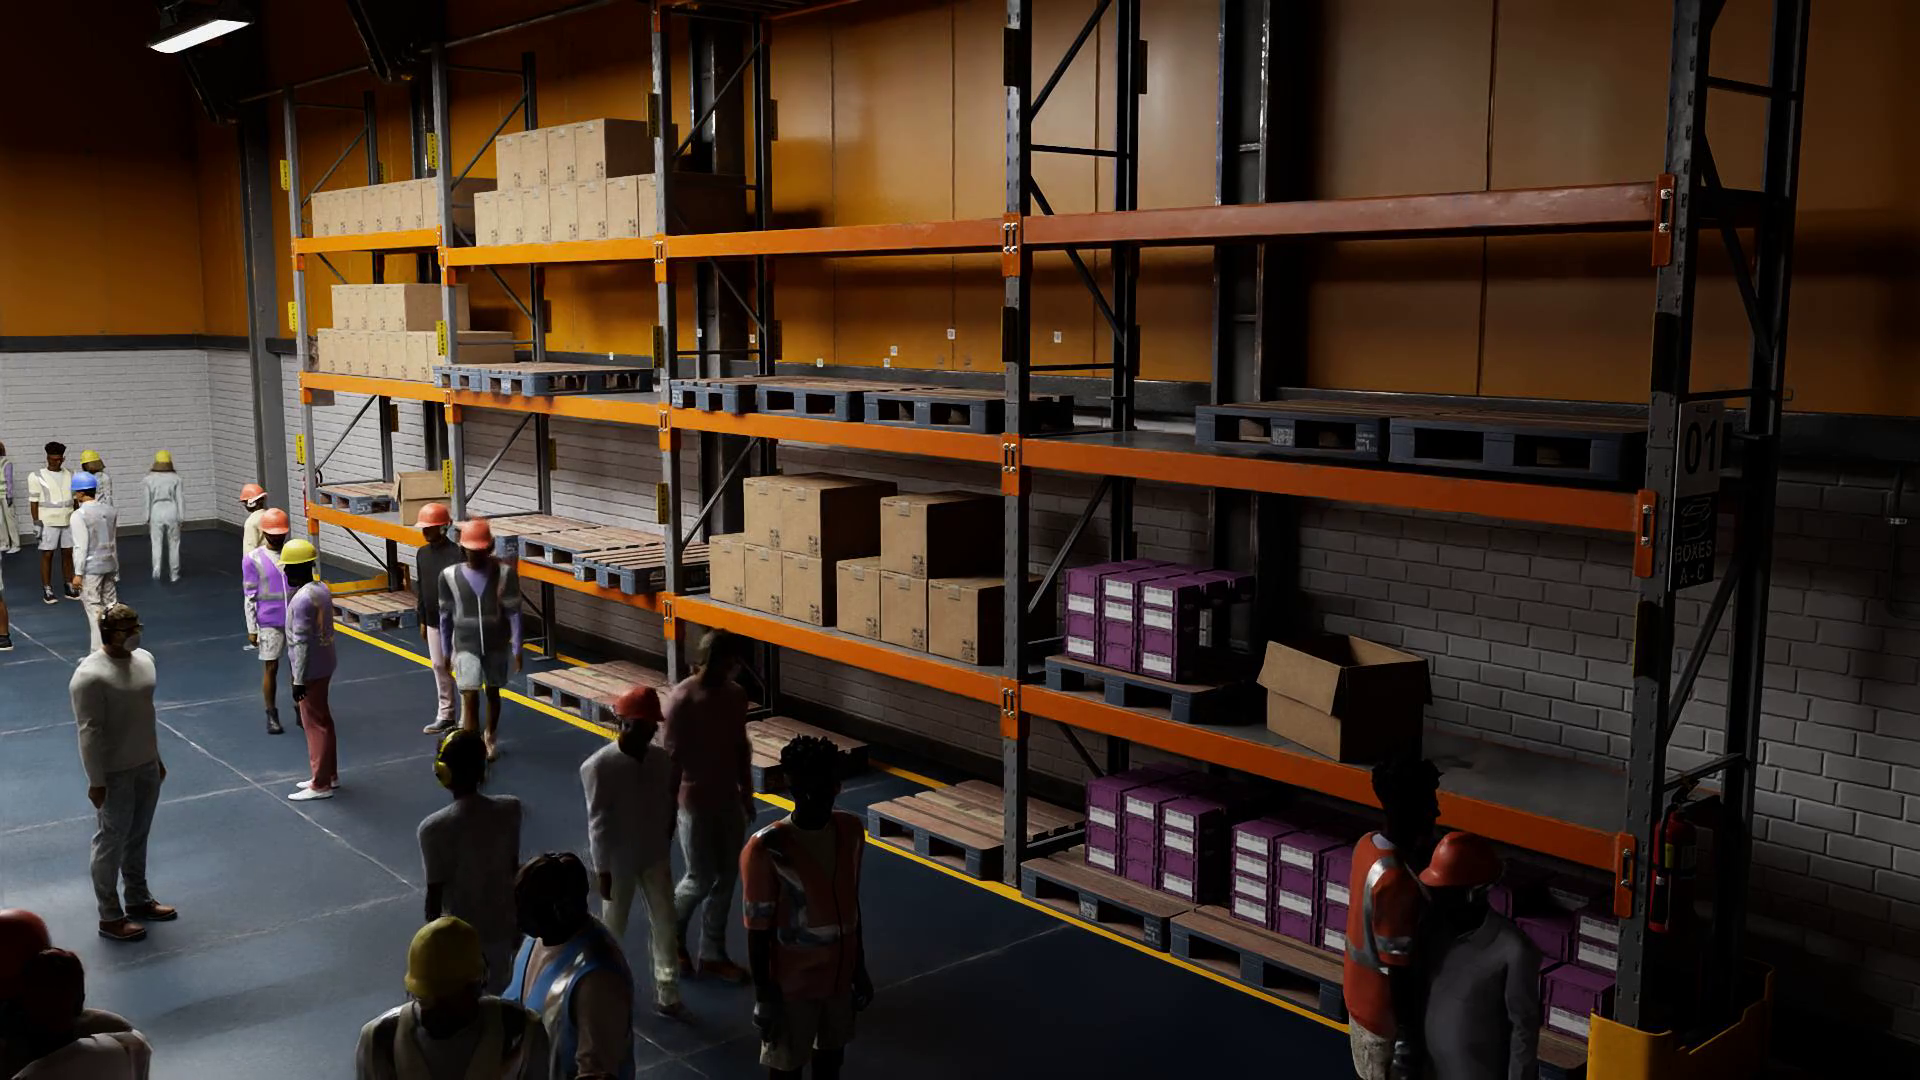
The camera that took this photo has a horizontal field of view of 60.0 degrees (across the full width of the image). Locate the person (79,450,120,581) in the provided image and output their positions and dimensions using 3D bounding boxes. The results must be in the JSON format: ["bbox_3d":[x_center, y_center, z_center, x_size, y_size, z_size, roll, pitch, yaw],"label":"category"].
[{"bbox_3d":[-11.200,-0.308,21.570,0.489,1.730,0.324,3,9,21],"label":"person"}]

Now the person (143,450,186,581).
[{"bbox_3d":[-10.300,-0.303,21.551,0.490,1.732,0.417,-3,9,-17],"label":"person"}]

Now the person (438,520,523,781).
[{"bbox_3d":[-3.685,0.827,12.838,0.614,1.978,1.059,-3,9,-18],"label":"person"}]

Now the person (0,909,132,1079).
[{"bbox_3d":[-2.627,1.990,4.713,0.618,1.986,0.408,-4,9,-24],"label":"person"}]

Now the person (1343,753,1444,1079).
[{"bbox_3d":[1.644,1.767,6.322,0.367,1.966,0.604,0,8,2],"label":"person"}]

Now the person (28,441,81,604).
[{"bbox_3d":[-10.943,-0.222,20.168,0.375,1.959,0.603,5,10,34],"label":"person"}]

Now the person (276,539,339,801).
[{"bbox_3d":[-4.786,0.945,12.216,0.385,1.919,0.582,-1,8,-8],"label":"person"}]

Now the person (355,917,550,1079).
[{"bbox_3d":[-1.533,2.016,5.063,0.600,1.827,0.403,-2,8,-13],"label":"person"}]

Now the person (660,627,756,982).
[{"bbox_3d":[-1.362,1.421,8.914,0.457,1.909,0.715,6,10,37],"label":"person"}]

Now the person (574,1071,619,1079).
[{"bbox_3d":[-0.932,2.205,4.460,0.277,1.627,0.502,-2,9,-16],"label":"person"}]

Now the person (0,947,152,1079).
[{"bbox_3d":[-2.490,2.046,4.665,0.337,1.882,0.584,2,9,17],"label":"person"}]

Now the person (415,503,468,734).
[{"bbox_3d":[-4.323,0.672,13.892,0.607,1.986,0.417,5,10,31],"label":"person"}]

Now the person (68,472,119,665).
[{"bbox_3d":[-8.705,0.283,16.710,0.408,1.942,0.616,1,8,7],"label":"person"}]

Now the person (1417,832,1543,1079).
[{"bbox_3d":[1.826,1.909,6.078,0.336,1.747,0.572,-5,10,-32],"label":"person"}]

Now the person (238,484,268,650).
[{"bbox_3d":[-7.367,0.278,17.465,0.351,1.738,0.573,0,8,-1],"label":"person"}]

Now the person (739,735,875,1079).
[{"bbox_3d":[-0.589,1.727,6.602,0.366,1.965,0.607,7,11,41],"label":"person"}]

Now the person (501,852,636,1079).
[{"bbox_3d":[-1.323,1.938,5.615,0.431,1.836,0.619,-6,10,-35],"label":"person"}]

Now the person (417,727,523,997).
[{"bbox_3d":[-2.095,1.708,7.156,0.525,1.852,0.507,-7,11,-40],"label":"person"}]

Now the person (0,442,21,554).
[{"bbox_3d":[-13.853,-0.615,24.041,0.520,1.632,0.313,4,9,26],"label":"person"}]

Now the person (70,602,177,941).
[{"bbox_3d":[-4.817,1.311,9.588,0.353,1.937,0.635,1,8,8],"label":"person"}]

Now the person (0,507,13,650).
[{"bbox_3d":[-10.105,0.218,17.141,0.368,1.959,0.610,1,8,4],"label":"person"}]

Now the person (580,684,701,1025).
[{"bbox_3d":[-1.673,1.583,8.476,0.567,1.710,0.757,-8,11,-44],"label":"person"}]

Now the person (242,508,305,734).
[{"bbox_3d":[-5.730,0.681,14.035,0.548,1.924,0.387,-7,11,-41],"label":"person"}]
